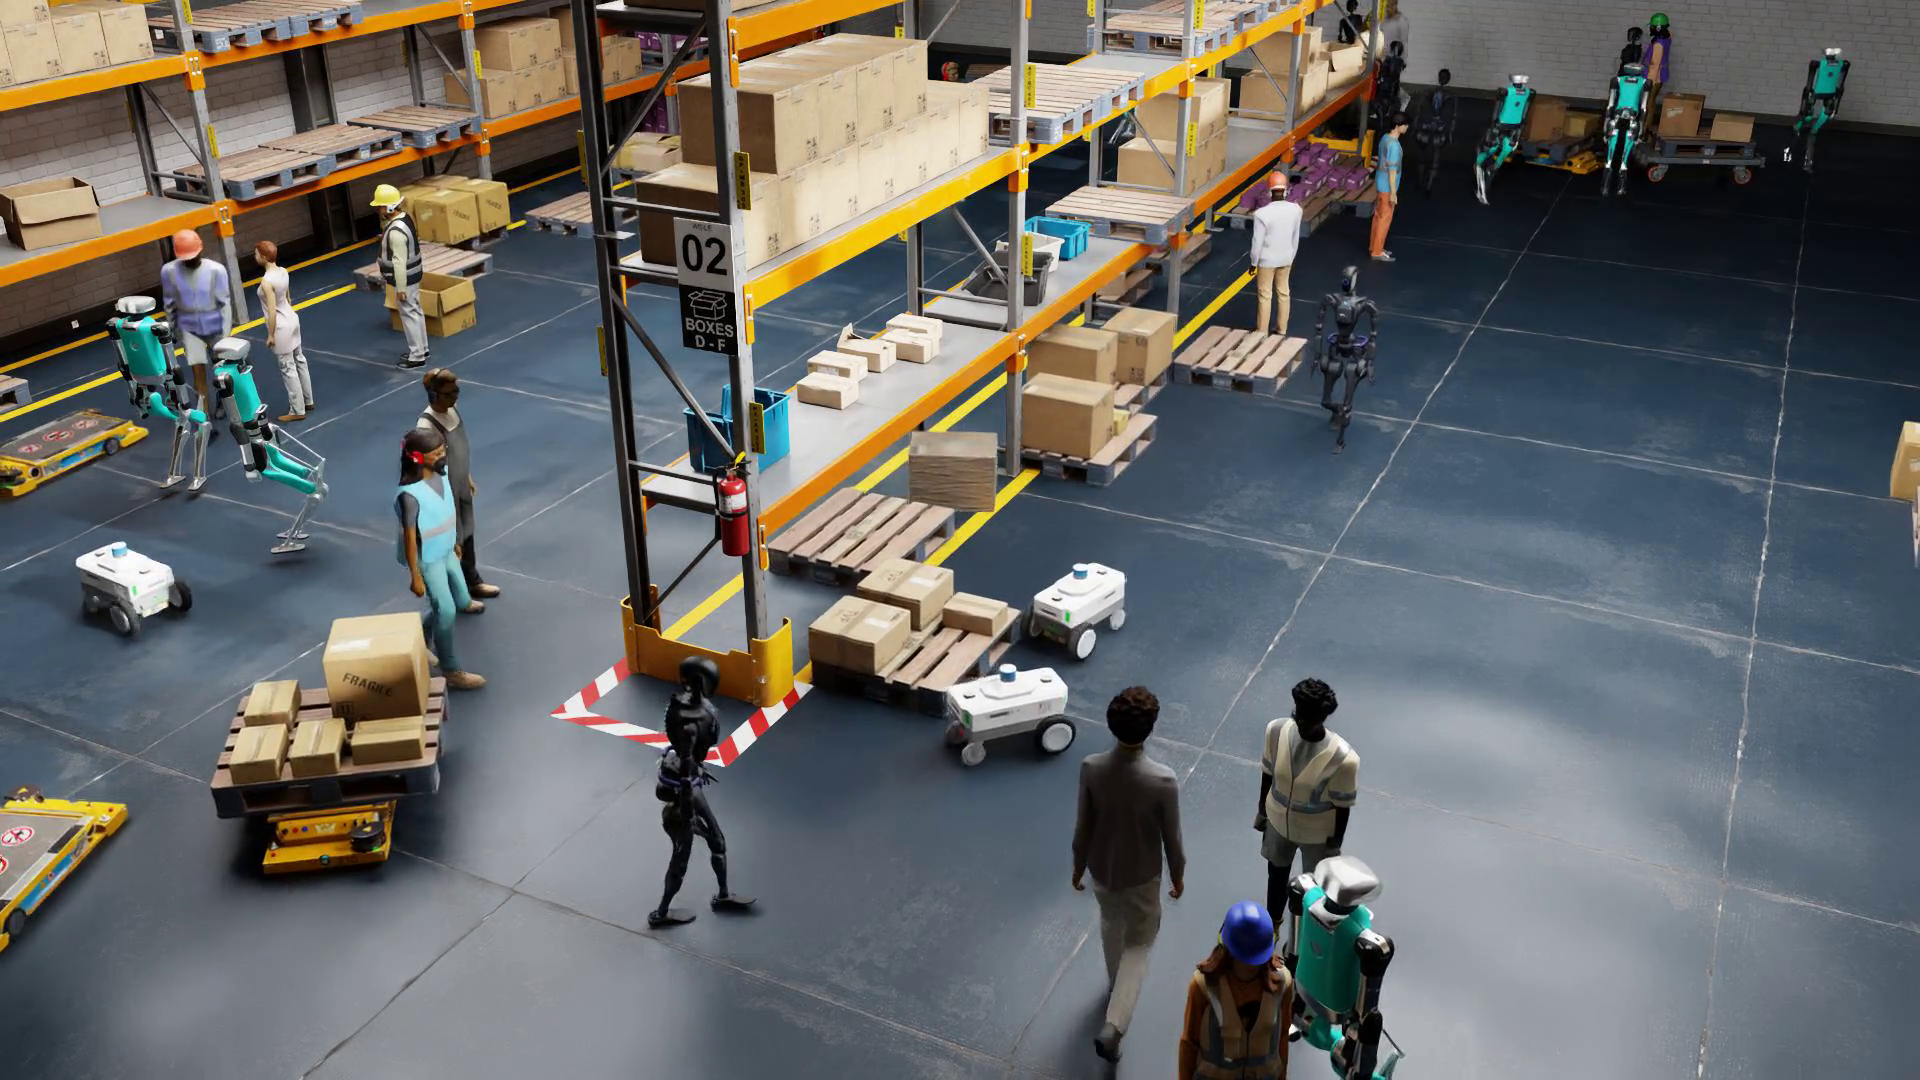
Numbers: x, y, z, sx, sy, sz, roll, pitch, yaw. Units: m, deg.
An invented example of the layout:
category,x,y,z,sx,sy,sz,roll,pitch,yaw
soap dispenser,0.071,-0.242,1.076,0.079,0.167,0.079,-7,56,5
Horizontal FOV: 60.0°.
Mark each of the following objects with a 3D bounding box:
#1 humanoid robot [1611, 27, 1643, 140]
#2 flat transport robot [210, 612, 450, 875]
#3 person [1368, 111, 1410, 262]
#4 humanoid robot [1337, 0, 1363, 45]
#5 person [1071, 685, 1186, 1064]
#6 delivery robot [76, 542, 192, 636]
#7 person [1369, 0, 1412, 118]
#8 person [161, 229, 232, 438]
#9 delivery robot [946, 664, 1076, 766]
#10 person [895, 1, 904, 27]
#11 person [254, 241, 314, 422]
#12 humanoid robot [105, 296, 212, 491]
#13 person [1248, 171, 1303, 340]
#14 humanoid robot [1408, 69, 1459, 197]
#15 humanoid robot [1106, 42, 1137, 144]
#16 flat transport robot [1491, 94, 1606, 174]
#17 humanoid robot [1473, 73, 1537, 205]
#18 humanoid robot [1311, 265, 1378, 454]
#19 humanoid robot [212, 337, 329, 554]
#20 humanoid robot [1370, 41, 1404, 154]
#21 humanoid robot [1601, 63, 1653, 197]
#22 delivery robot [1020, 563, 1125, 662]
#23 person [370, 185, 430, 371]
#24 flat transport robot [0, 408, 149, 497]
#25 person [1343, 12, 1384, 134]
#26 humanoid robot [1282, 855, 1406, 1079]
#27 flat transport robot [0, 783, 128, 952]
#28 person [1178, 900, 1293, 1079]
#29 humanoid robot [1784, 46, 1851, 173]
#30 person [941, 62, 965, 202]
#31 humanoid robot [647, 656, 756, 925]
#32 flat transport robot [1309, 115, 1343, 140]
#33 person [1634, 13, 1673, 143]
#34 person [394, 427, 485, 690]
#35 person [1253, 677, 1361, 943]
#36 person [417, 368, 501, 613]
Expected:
category,x,y,z,sx,sy,sz,roll,pitch,yaw
humanoid robot,10.052,-6.882,25.091,0.320,1.653,0.603,1,26,2
flat transport robot,-3.667,1.449,9.851,0.659,0.231,1.431,-5,27,-10
person,5.020,-4.131,19.448,0.339,1.758,0.502,0,26,1
humanoid robot,6.519,-8.144,27.645,0.595,1.637,0.494,-17,31,-31
person,0.774,1.566,7.825,0.540,1.867,0.841,9,28,18
delivery robot,-5.928,0.290,11.838,0.739,0.566,0.499,16,30,28
person,6.891,-7.666,26.453,0.581,1.877,0.672,-10,28,-19
person,-6.719,-1.857,14.726,0.592,1.864,0.953,-10,28,-19
delivery robot,0.316,1.055,10.342,0.807,0.609,0.499,-10,28,-19
person,-0.959,-9.483,30.204,0.434,1.828,0.505,14,30,27
person,-6.135,-1.893,15.030,0.286,1.662,0.443,1,26,2
humanoid robot,-6.377,-1.236,13.470,0.533,1.677,0.735,5,27,9
person,3.172,-2.865,16.895,0.563,1.747,0.336,-11,28,-21
humanoid robot,6.302,-5.443,22.235,0.602,1.651,0.654,11,28,20
humanoid robot,2.509,-6.811,24.919,0.808,1.798,0.543,-5,27,-9
flat transport robot,8.457,-5.510,23.909,1.431,0.231,0.659,21,33,36
humanoid robot,6.999,-5.194,21.730,0.573,1.877,0.840,-5,27,-11
humanoid robot,3.375,-1.604,14.447,0.585,1.641,0.588,13,29,25
humanoid robot,-5.053,-0.705,12.397,0.735,1.677,0.533,-2,26,-4
humanoid robot,6.215,-6.471,24.284,0.602,1.622,0.568,-22,34,-37
humanoid robot,8.666,-5.336,21.798,0.535,1.705,0.729,13,29,24
delivery robot,0.817,0.459,11.536,0.499,0.601,0.805,21,33,36
person,-5.435,-2.560,16.202,0.403,1.825,0.591,-4,27,-8
flat transport robot,-7.807,-0.769,14.331,0.659,0.231,1.431,10,28,19
person,6.174,-7.175,25.510,0.583,1.842,0.668,-18,32,-32
humanoid robot,1.688,2.016,6.995,0.681,1.752,0.544,-15,30,-28
flat transport robot,-5.253,1.835,9.072,0.659,0.231,1.431,3,26,6
person,1.093,2.180,6.674,0.459,1.778,0.306,-4,27,-8
humanoid robot,12.039,-6.118,23.525,0.547,1.804,0.918,2,26,5
person,-0.163,-5.303,21.712,0.391,1.846,0.564,13,29,24
humanoid robot,-1.388,1.291,8.600,0.576,1.625,0.615,-1,26,-2
flat transport robot,4.983,-6.048,24.995,1.431,0.231,0.659,10,28,19
person,10.305,-6.848,24.752,0.435,1.923,0.539,11,28,21
person,-3.444,0.113,10.773,0.527,1.848,0.556,5,27,9
person,1.705,1.423,8.297,0.532,1.693,0.320,22,34,37
person,-3.573,-0.348,11.723,0.362,1.835,0.514,3,27,7
